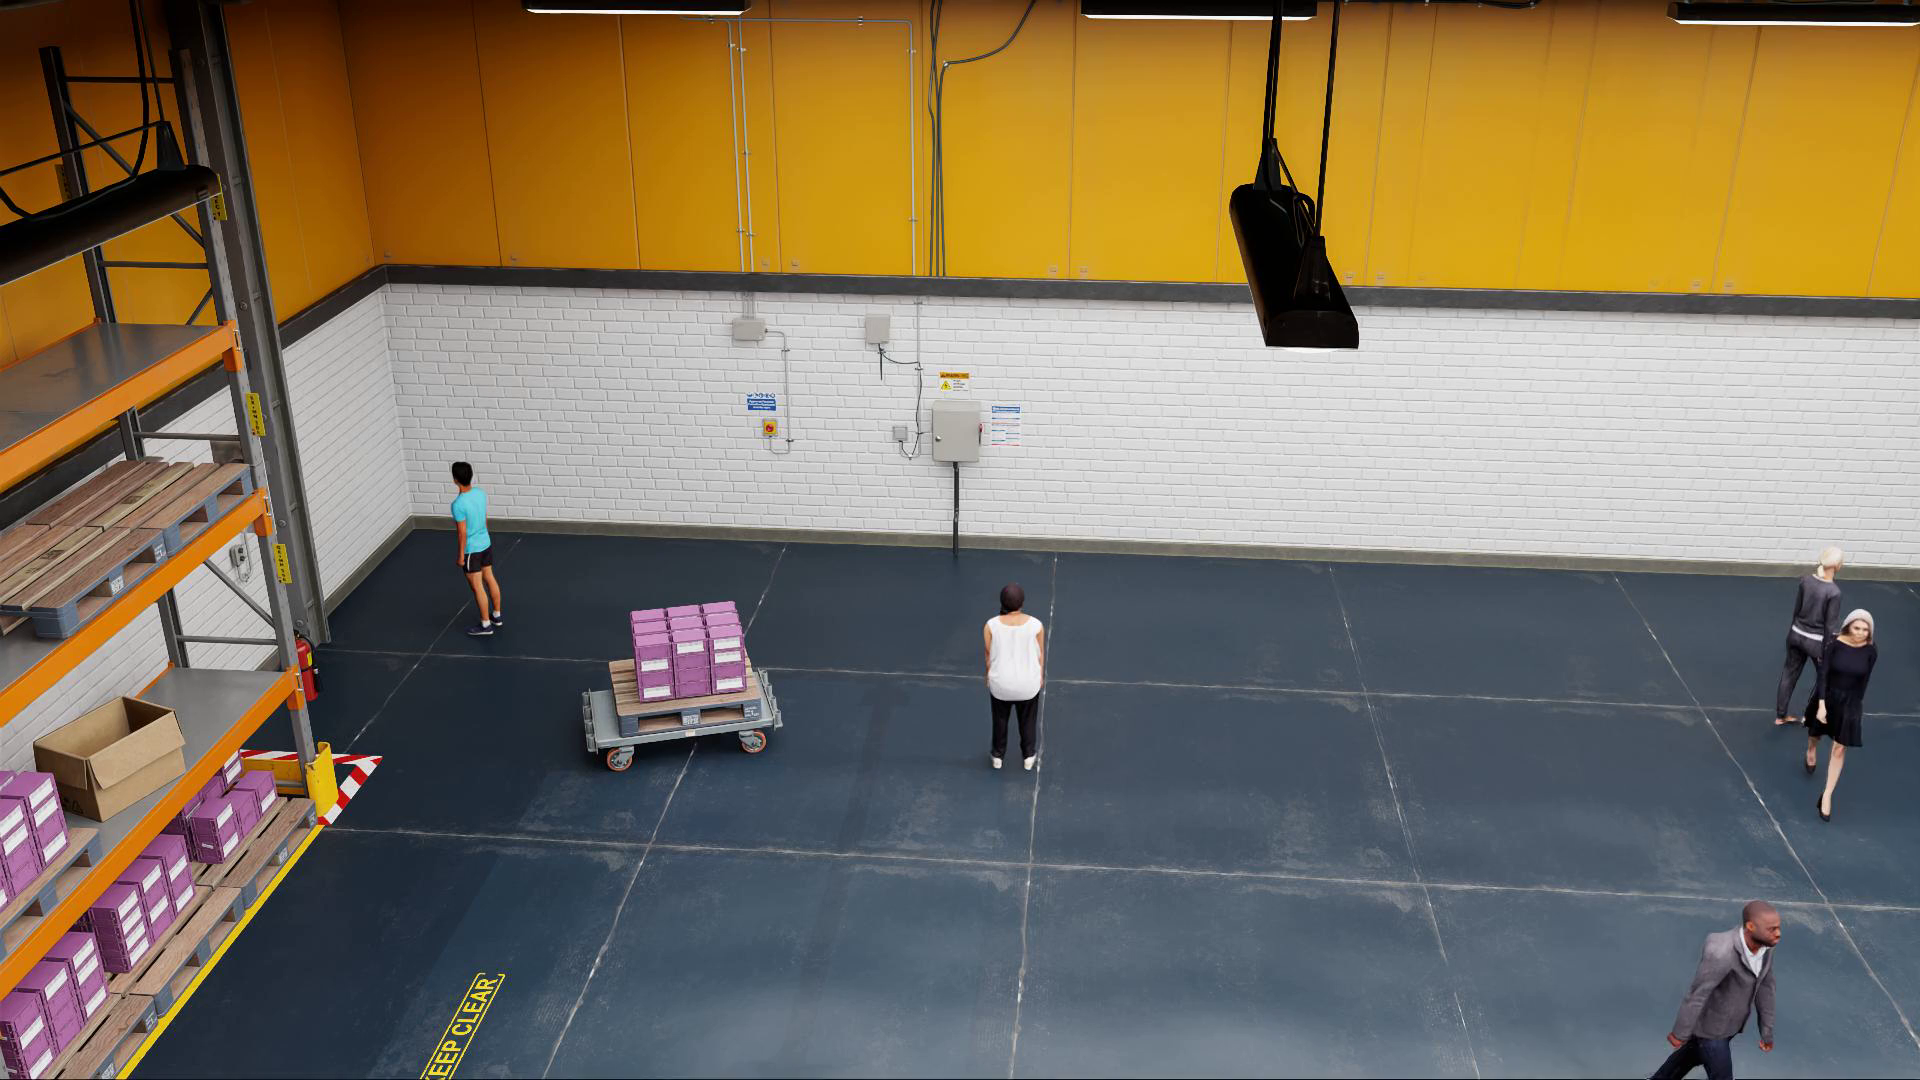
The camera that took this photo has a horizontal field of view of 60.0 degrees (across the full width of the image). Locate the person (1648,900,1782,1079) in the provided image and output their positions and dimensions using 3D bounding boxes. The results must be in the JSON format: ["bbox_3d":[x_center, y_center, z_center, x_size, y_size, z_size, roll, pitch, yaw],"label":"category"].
[{"bbox_3d":[4.419,2.842,9.903,1.169,1.760,1.284,-15,27,-30],"label":"person"}]

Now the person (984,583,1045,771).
[{"bbox_3d":[0.450,1.130,13.910,0.639,1.687,0.586,2,24,6],"label":"person"}]

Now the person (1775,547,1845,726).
[{"bbox_3d":[7.351,0.867,14.478,0.788,1.715,0.704,-13,27,-27],"label":"person"}]

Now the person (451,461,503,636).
[{"bbox_3d":[-4.721,0.071,16.223,0.721,1.775,0.540,8,25,17],"label":"person"}]

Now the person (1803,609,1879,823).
[{"bbox_3d":[7.050,1.316,13.461,0.762,1.706,1.194,8,25,17],"label":"person"}]
